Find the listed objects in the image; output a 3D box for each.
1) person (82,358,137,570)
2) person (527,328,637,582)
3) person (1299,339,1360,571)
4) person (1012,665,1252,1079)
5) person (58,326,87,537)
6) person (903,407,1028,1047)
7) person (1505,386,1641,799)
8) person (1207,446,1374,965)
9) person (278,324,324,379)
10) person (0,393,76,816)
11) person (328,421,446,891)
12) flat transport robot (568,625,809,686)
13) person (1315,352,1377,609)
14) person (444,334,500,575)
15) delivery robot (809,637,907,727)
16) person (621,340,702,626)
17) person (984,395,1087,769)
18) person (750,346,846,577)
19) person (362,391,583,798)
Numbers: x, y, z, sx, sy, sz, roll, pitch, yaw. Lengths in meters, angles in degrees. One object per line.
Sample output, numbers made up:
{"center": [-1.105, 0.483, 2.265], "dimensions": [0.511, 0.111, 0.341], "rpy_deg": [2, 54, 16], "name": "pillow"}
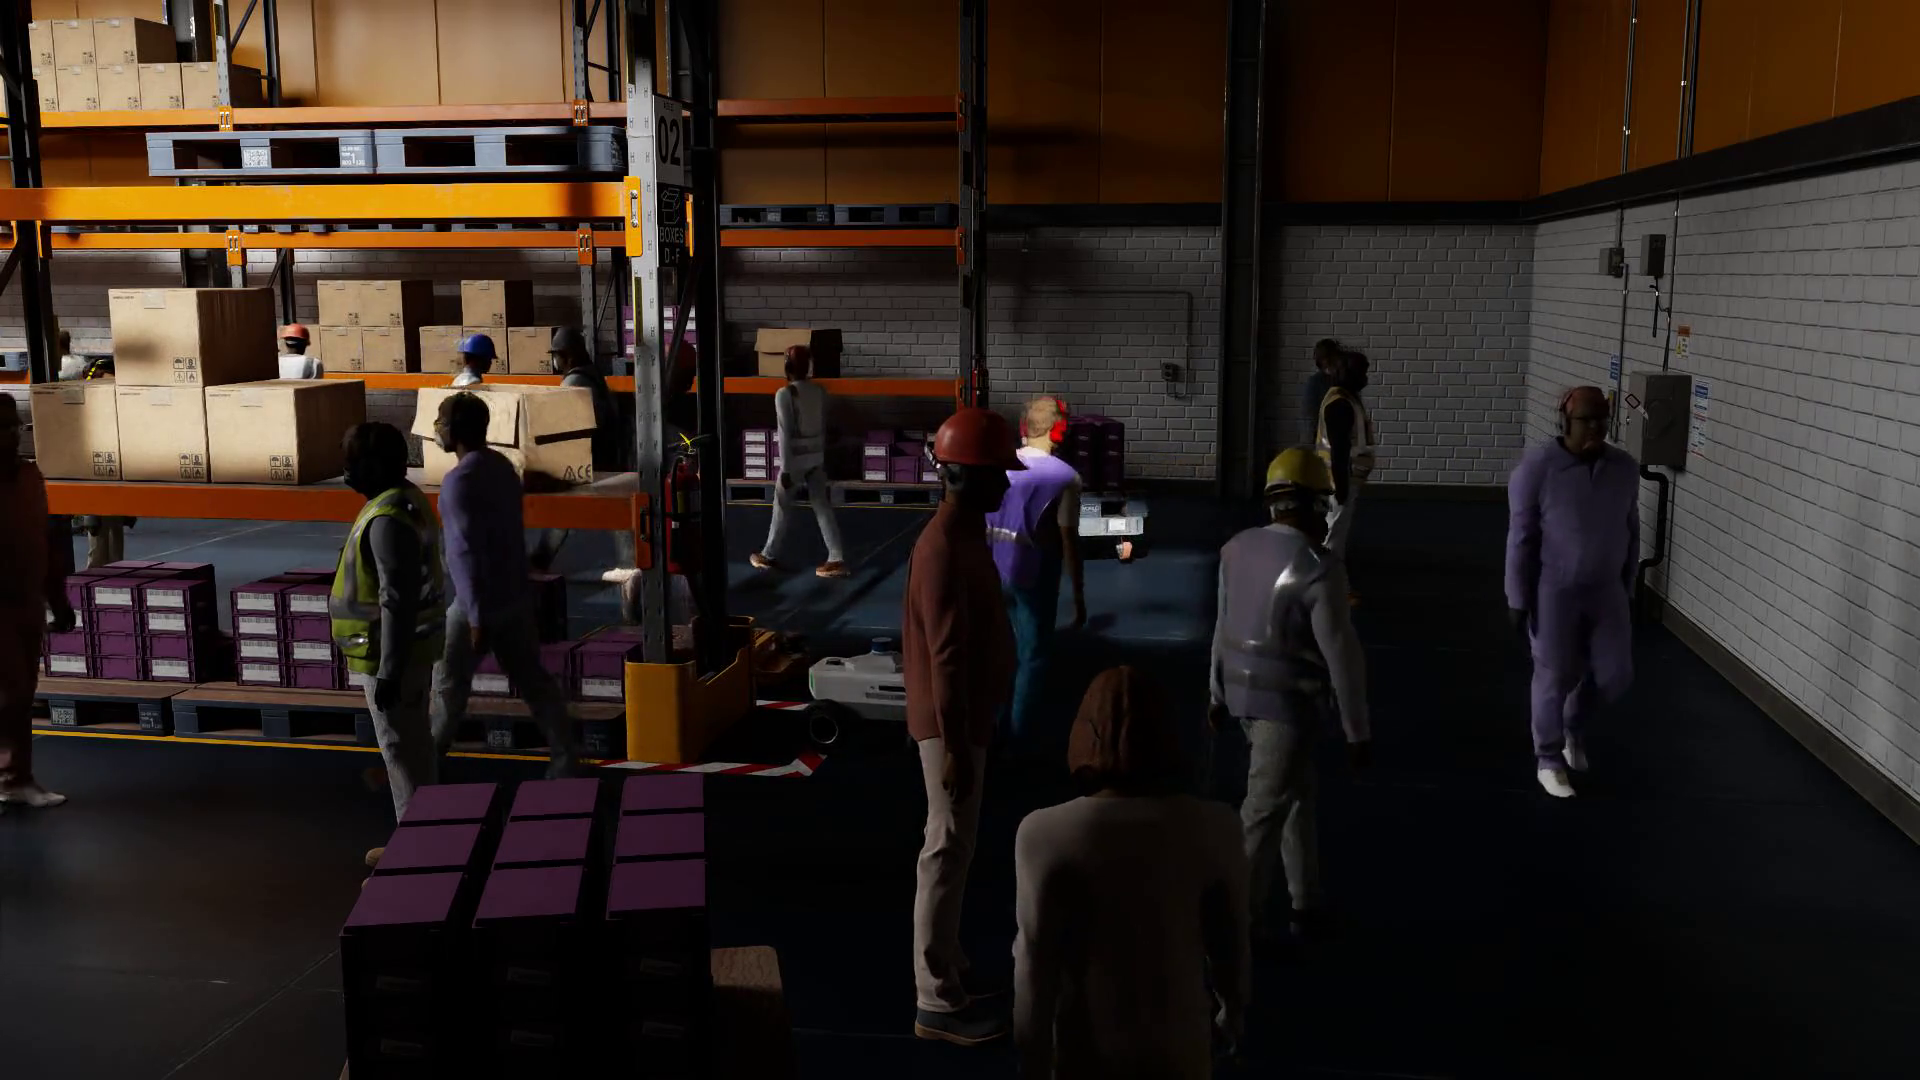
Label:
{"center": [-5.441, -0.222, 10.627], "dimensions": [0.328, 1.861, 0.520], "rpy_deg": [0, 9, -2], "name": "person"}
{"center": [-2.970, -0.677, 12.886], "dimensions": [1.042, 2.000, 0.686], "rpy_deg": [2, 9, 14], "name": "person"}
{"center": [2.950, -0.650, 13.218], "dimensions": [0.711, 1.894, 0.360], "rpy_deg": [-8, 12, -41], "name": "person"}
{"center": [0.372, 1.053, 3.555], "dimensions": [0.528, 1.581, 0.876], "rpy_deg": [-1, 9, -3], "name": "person"}
{"center": [-8.050, -0.975, 15.086], "dimensions": [0.493, 1.924, 0.657], "rpy_deg": [-1, 9, -3], "name": "person"}
{"center": [0.014, 0.575, 5.268], "dimensions": [0.393, 1.990, 0.623], "rpy_deg": [0, 9, 3], "name": "person"}
{"center": [2.823, 0.240, 7.637], "dimensions": [0.667, 1.896, 0.450], "rpy_deg": [-2, 9, -10], "name": "person"}
{"center": [1.201, 0.576, 5.860], "dimensions": [0.752, 1.790, 0.706], "rpy_deg": [-4, 10, -25], "name": "person"}
{"center": [-6.349, -1.125, 16.082], "dimensions": [0.757, 1.908, 0.582], "rpy_deg": [1, 9, 6], "name": "person"}
{"center": [-4.213, 0.293, 7.327], "dimensions": [0.405, 1.889, 0.674], "rpy_deg": [1, 9, 8], "name": "person"}
{"center": [-2.220, 0.455, 6.484], "dimensions": [0.429, 1.839, 0.633], "rpy_deg": [-2, 9, -15], "name": "person"}
{"center": [-1.682, 0.674, 9.975], "dimensions": [1.431, 0.197, 0.652], "rpy_deg": [2, 9, 10], "name": "flat transport robot"}
{"center": [2.781, -0.436, 12.015], "dimensions": [0.430, 1.840, 0.625], "rpy_deg": [3, 10, 16], "name": "person"}
{"center": [-3.786, -0.681, 13.313], "dimensions": [0.860, 1.903, 0.623], "rpy_deg": [-6, 11, -31], "name": "person"}
{"center": [-0.392, 0.736, 8.422], "dimensions": [0.707, 0.478, 0.477], "rpy_deg": [2, 9, 13], "name": "delivery robot"}
{"center": [-1.883, -0.313, 10.818], "dimensions": [0.756, 1.975, 0.630], "rpy_deg": [8, 12, 39], "name": "person"}
{"center": [0.337, 0.214, 8.017], "dimensions": [0.449, 1.821, 0.612], "rpy_deg": [-8, 12, -42], "name": "person"}
{"center": [-1.263, -0.626, 13.228], "dimensions": [1.007, 1.832, 0.597], "rpy_deg": [8, 12, 40], "name": "person"}
{"center": [-2.176, 0.275, 7.477], "dimensions": [1.027, 1.878, 0.652], "rpy_deg": [1, 9, 8], "name": "person"}
